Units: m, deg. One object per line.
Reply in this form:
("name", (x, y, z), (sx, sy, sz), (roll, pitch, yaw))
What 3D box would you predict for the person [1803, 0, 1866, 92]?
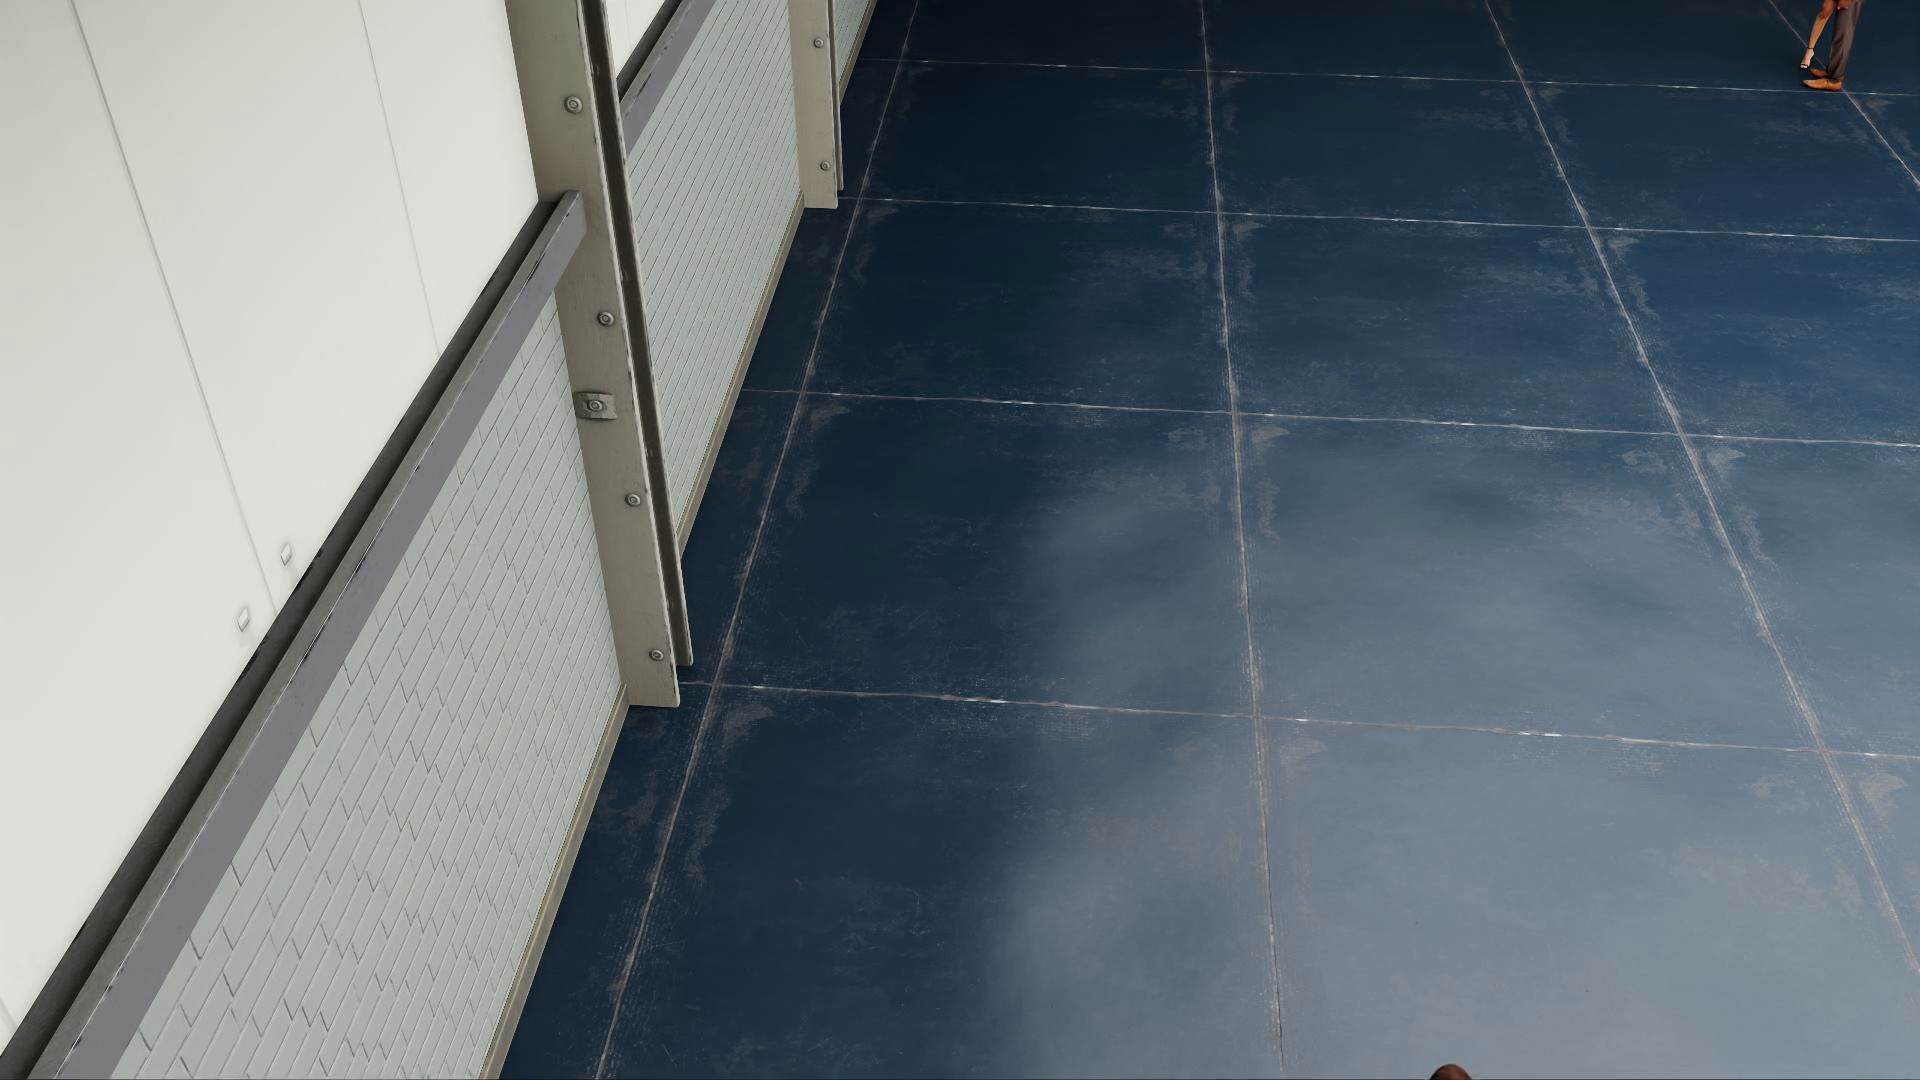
("person", (8.249, -5.100, 15.286), (0.854, 1.908, 0.721), (21, 43, 24))
